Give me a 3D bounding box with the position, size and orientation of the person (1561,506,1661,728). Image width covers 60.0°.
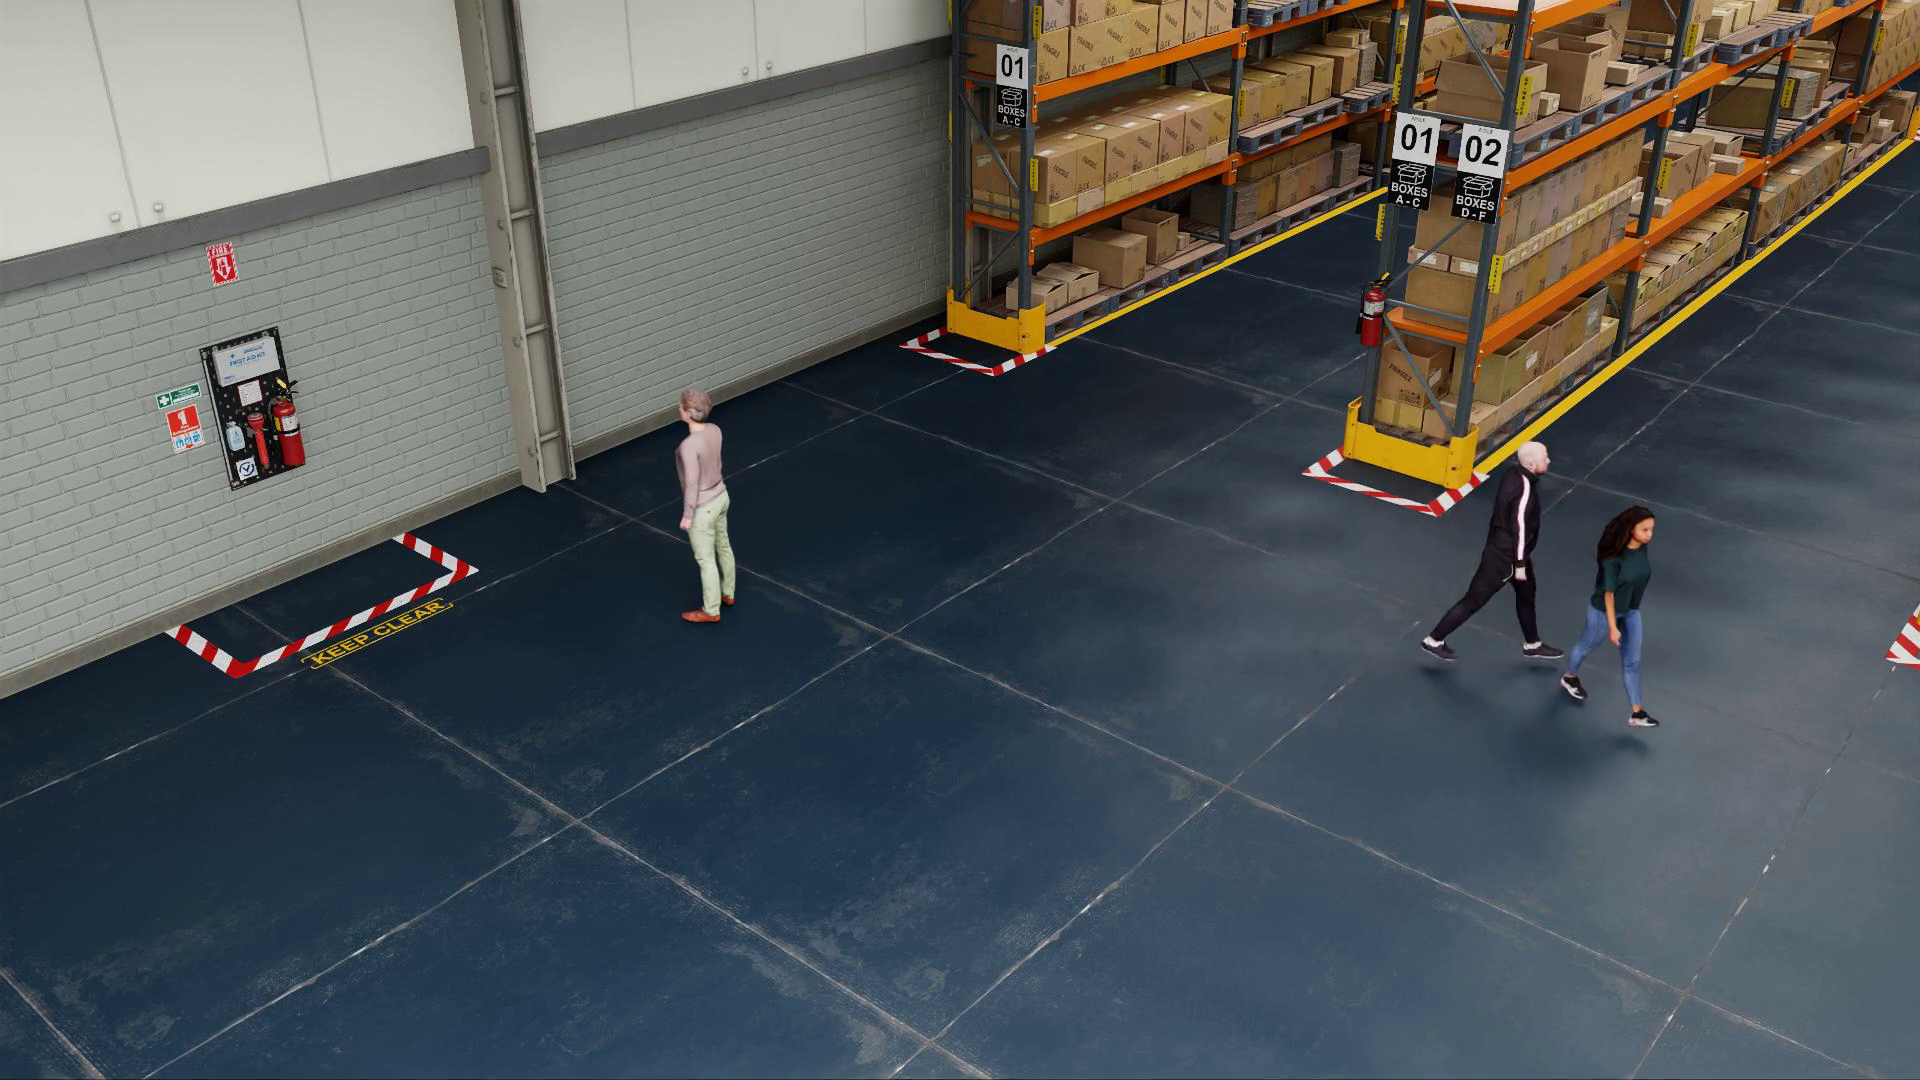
[{"bbox_3d":[4.449,0.477,11.501,1.098,1.574,0.967,-12,30,-21],"label":"person"}]

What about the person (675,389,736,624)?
[{"bbox_3d":[-1.921,-0.261,12.567,0.813,1.876,0.664,10,30,18],"label":"person"}]

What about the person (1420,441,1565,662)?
[{"bbox_3d":[3.804,0.136,11.926,1.132,1.777,1.296,6,29,10],"label":"person"}]
